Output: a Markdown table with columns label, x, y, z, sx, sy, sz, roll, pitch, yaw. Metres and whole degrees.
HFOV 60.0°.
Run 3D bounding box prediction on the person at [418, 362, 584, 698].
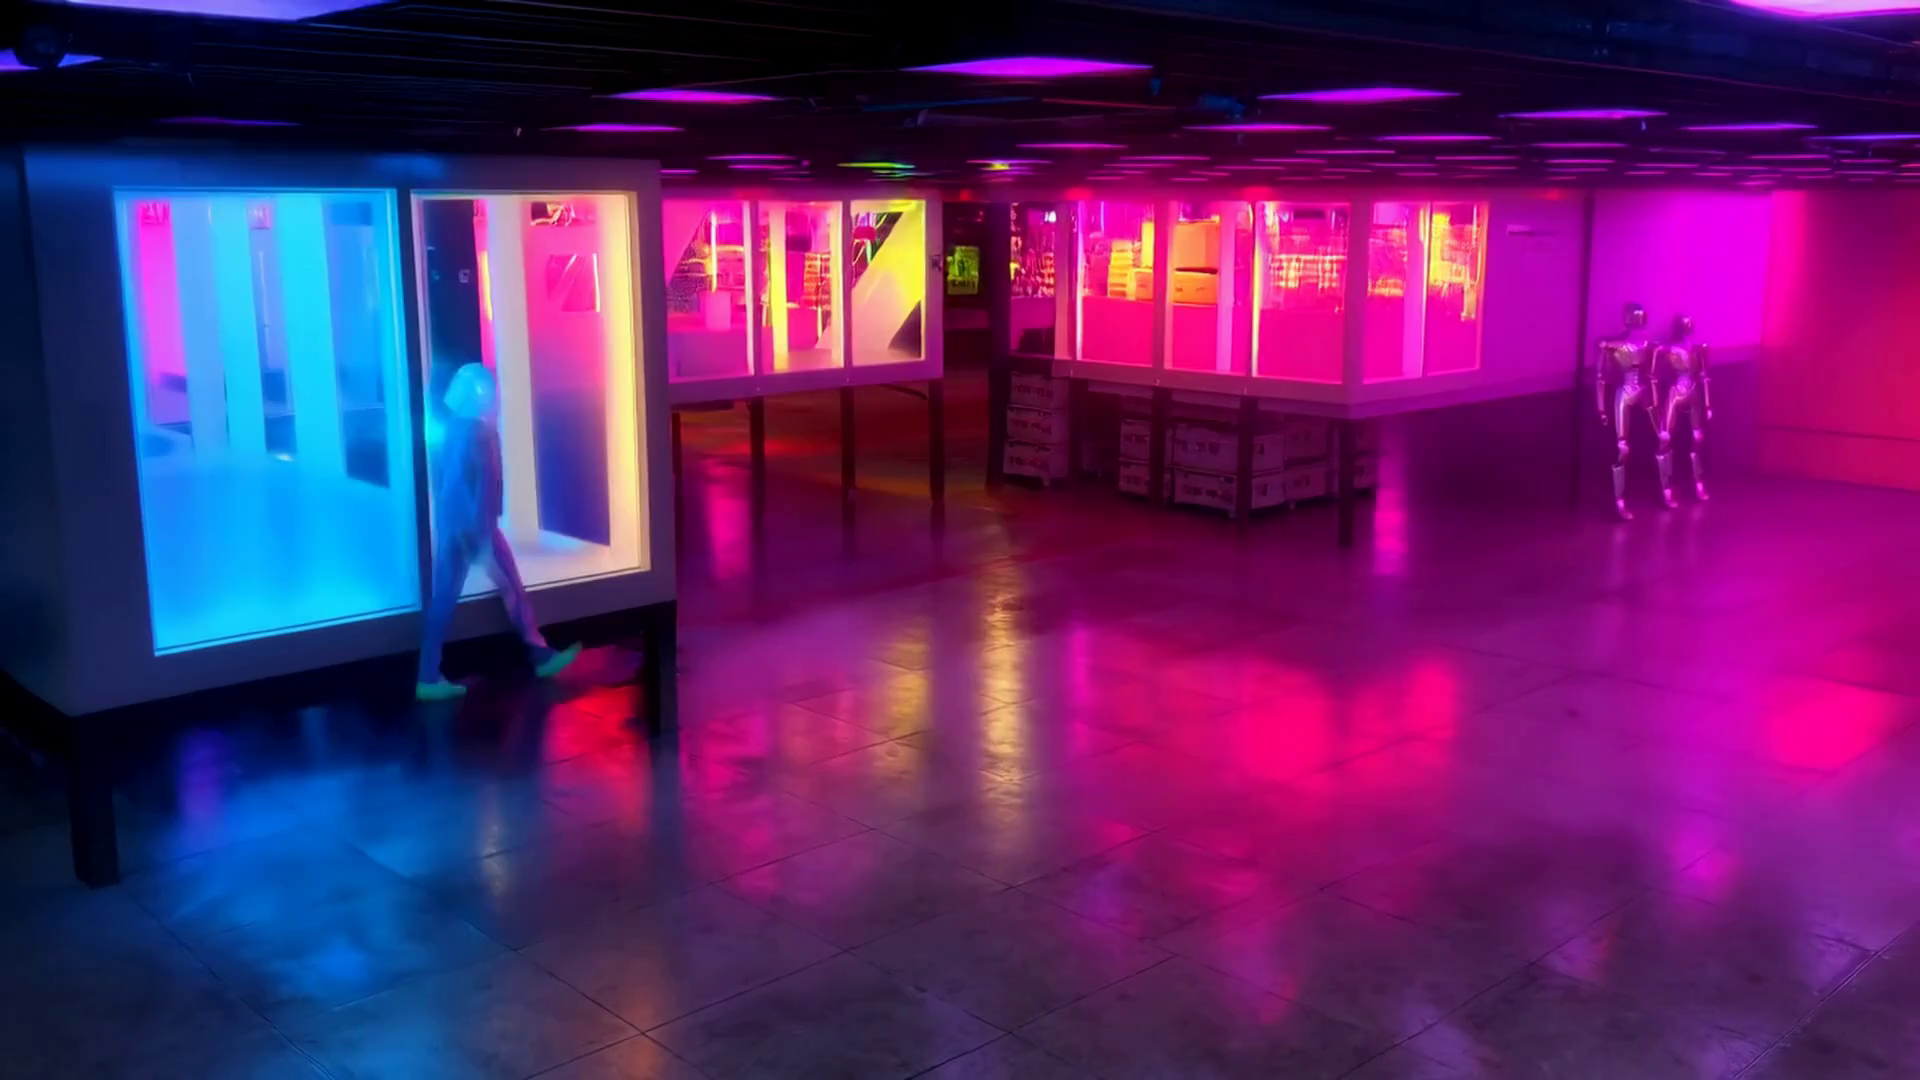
| label | x | y | z | sx | sy | sz | roll | pitch | yaw |
| --- | --- | --- | --- | --- | --- | --- | --- | --- | --- |
| person | -2.277 | -0.057 | 8.011 | 0.517 | 1.585 | 0.871 | 11 | 16 | 44 |
